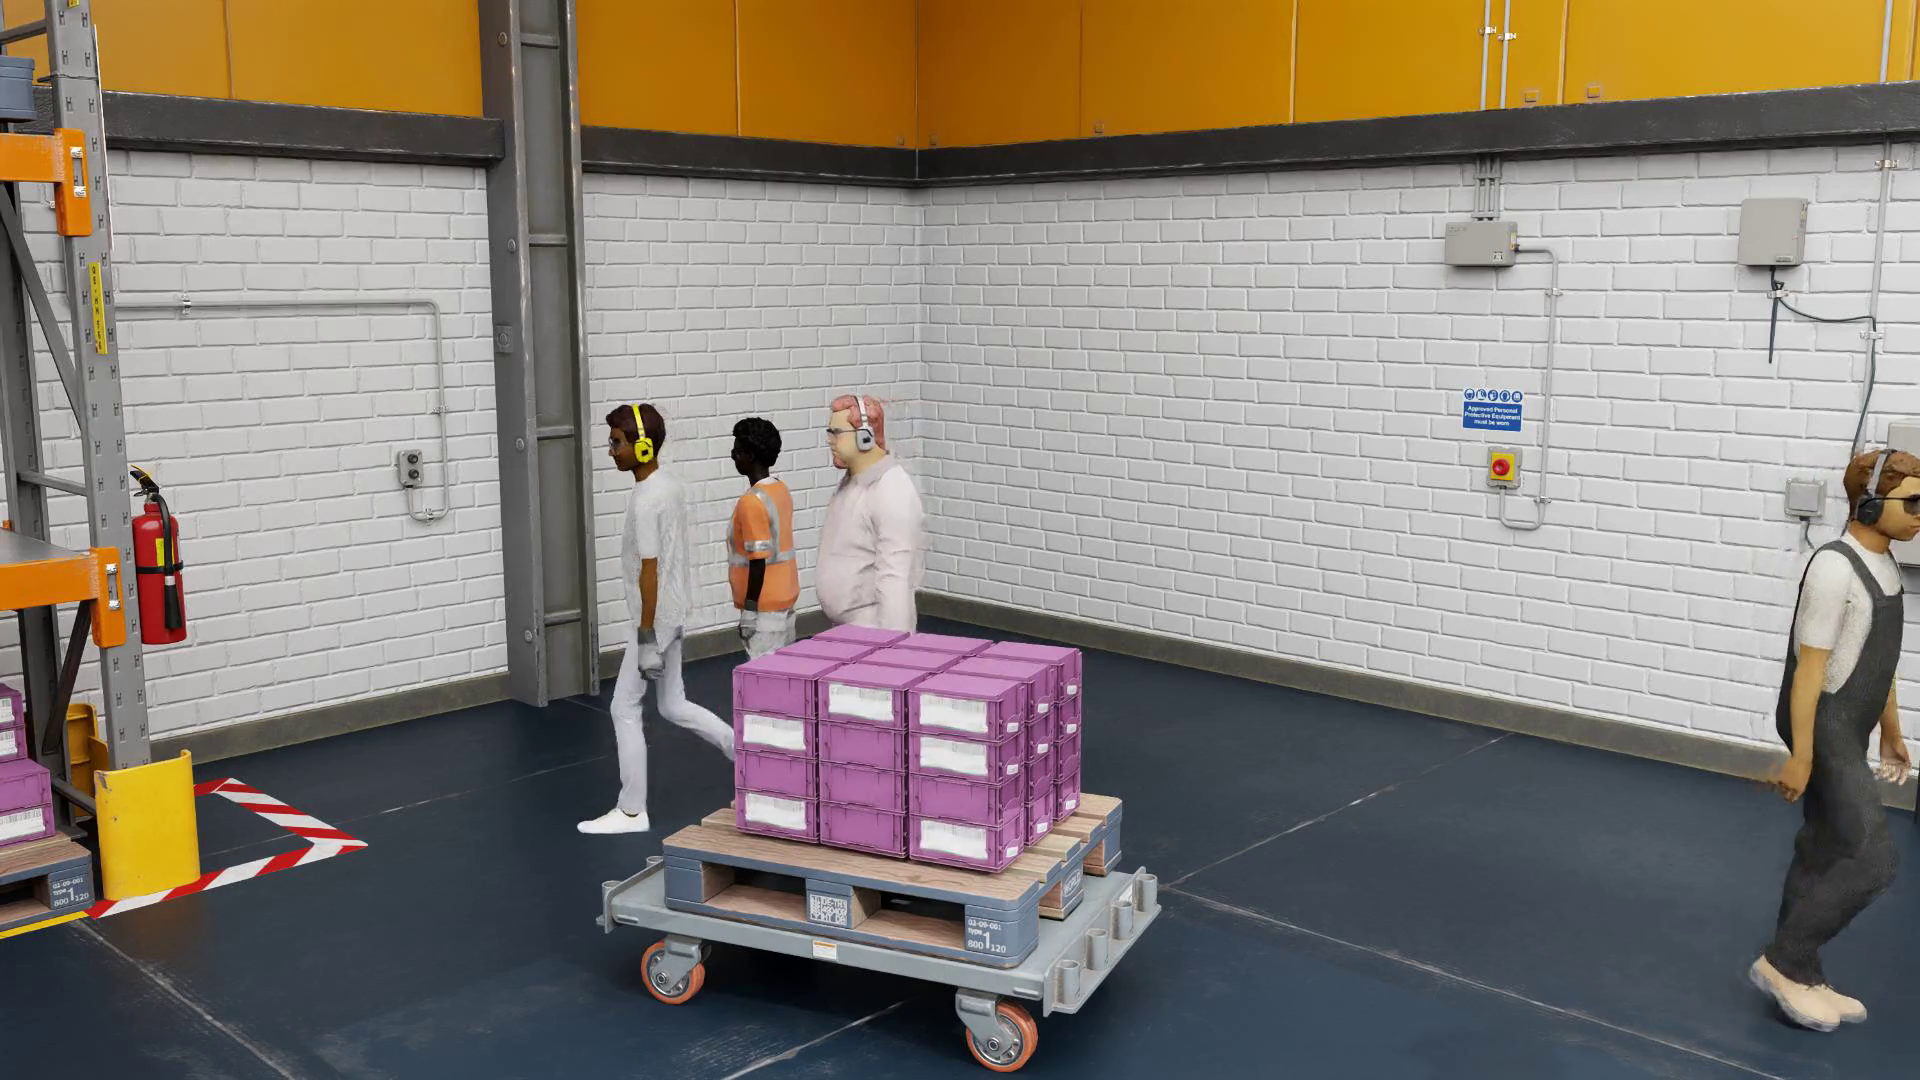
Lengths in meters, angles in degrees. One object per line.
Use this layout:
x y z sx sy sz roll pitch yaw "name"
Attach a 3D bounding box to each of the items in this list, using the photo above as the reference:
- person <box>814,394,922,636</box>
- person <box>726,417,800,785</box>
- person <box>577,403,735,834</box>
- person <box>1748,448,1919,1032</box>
-0.309 0.347 6.694 0.664 1.881 0.645 -3 10 -20 "person"
-0.902 0.284 7.620 0.317 1.695 0.540 1 9 8 "person"
-1.181 0.340 6.888 0.791 1.836 0.521 1 9 5 "person"
2.740 0.624 5.145 0.414 1.829 0.527 7 12 38 "person"
